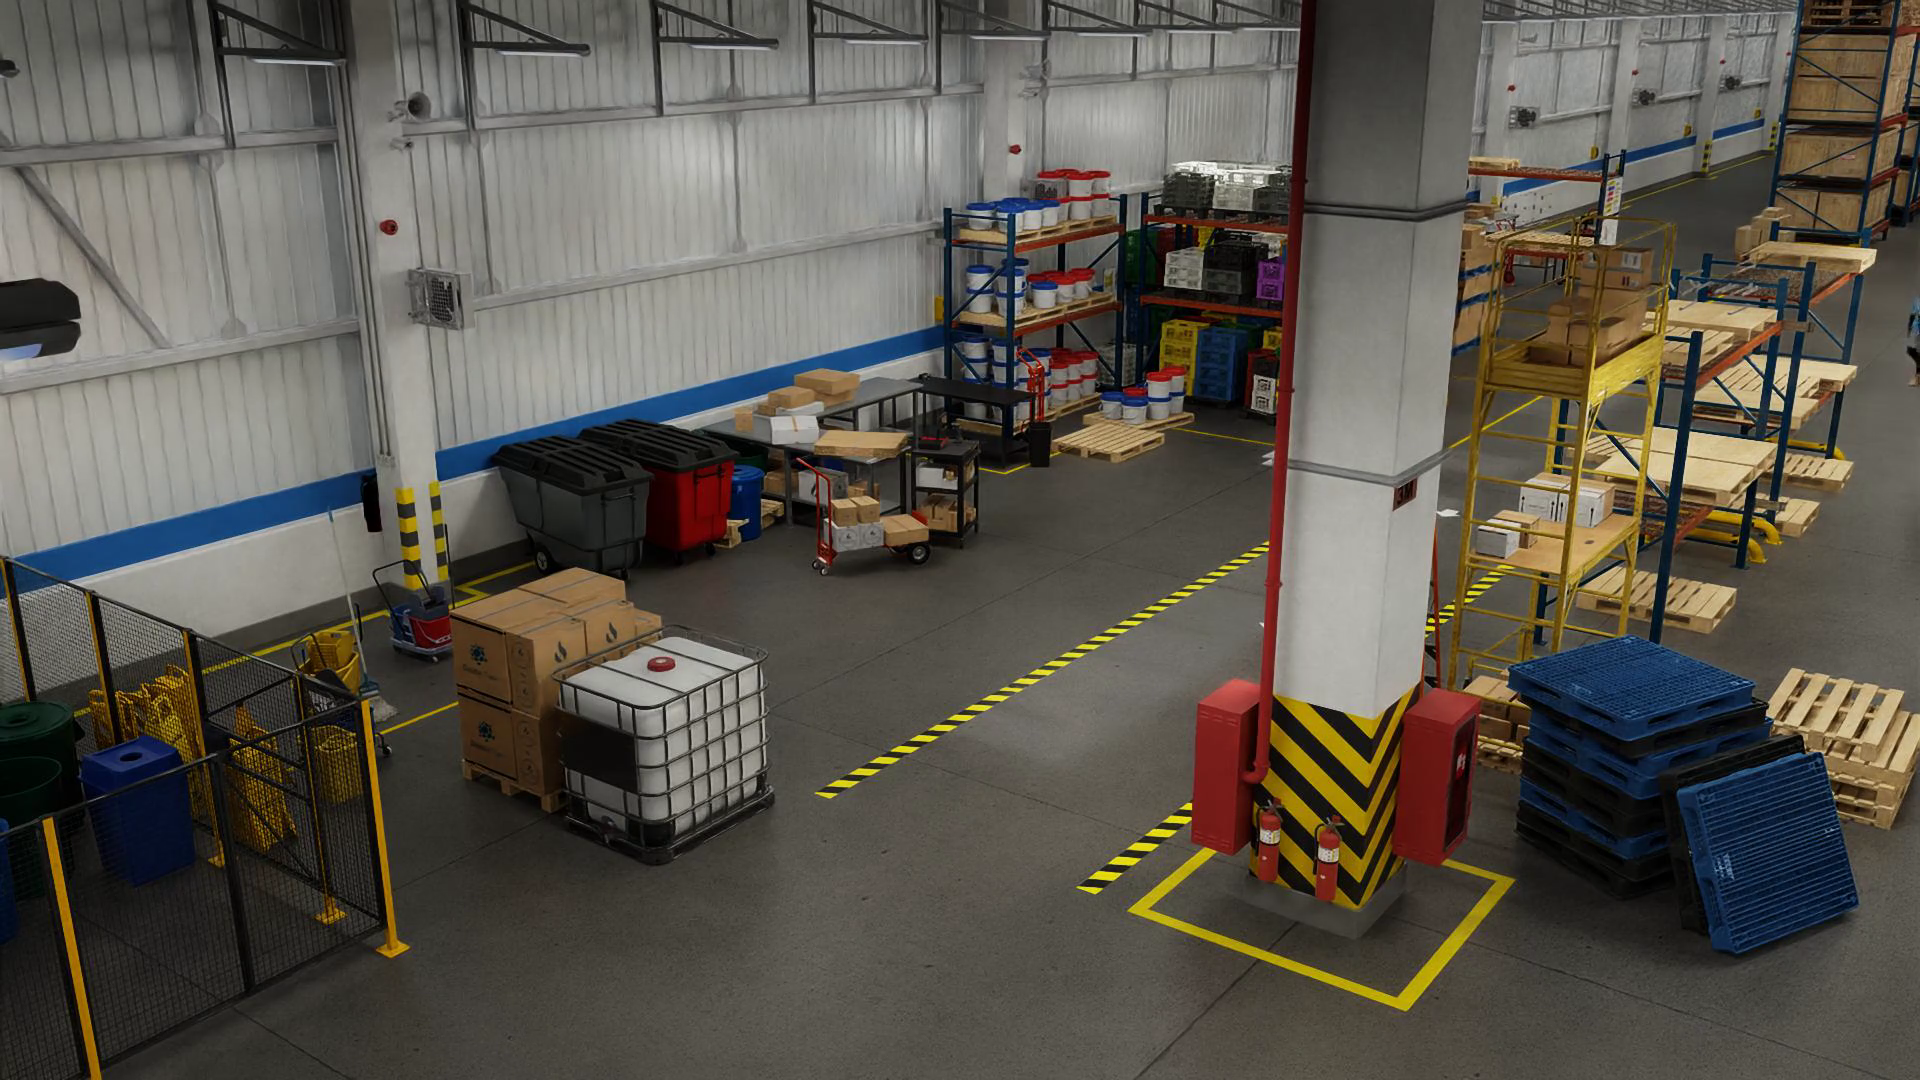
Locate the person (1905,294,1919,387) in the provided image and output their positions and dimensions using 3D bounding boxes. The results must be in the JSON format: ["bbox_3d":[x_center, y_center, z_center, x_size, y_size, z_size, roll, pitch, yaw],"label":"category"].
[{"bbox_3d":[14.679,-3.187,25.279,0.559,1.676,0.536,-11,21,-31],"label":"person"}]
